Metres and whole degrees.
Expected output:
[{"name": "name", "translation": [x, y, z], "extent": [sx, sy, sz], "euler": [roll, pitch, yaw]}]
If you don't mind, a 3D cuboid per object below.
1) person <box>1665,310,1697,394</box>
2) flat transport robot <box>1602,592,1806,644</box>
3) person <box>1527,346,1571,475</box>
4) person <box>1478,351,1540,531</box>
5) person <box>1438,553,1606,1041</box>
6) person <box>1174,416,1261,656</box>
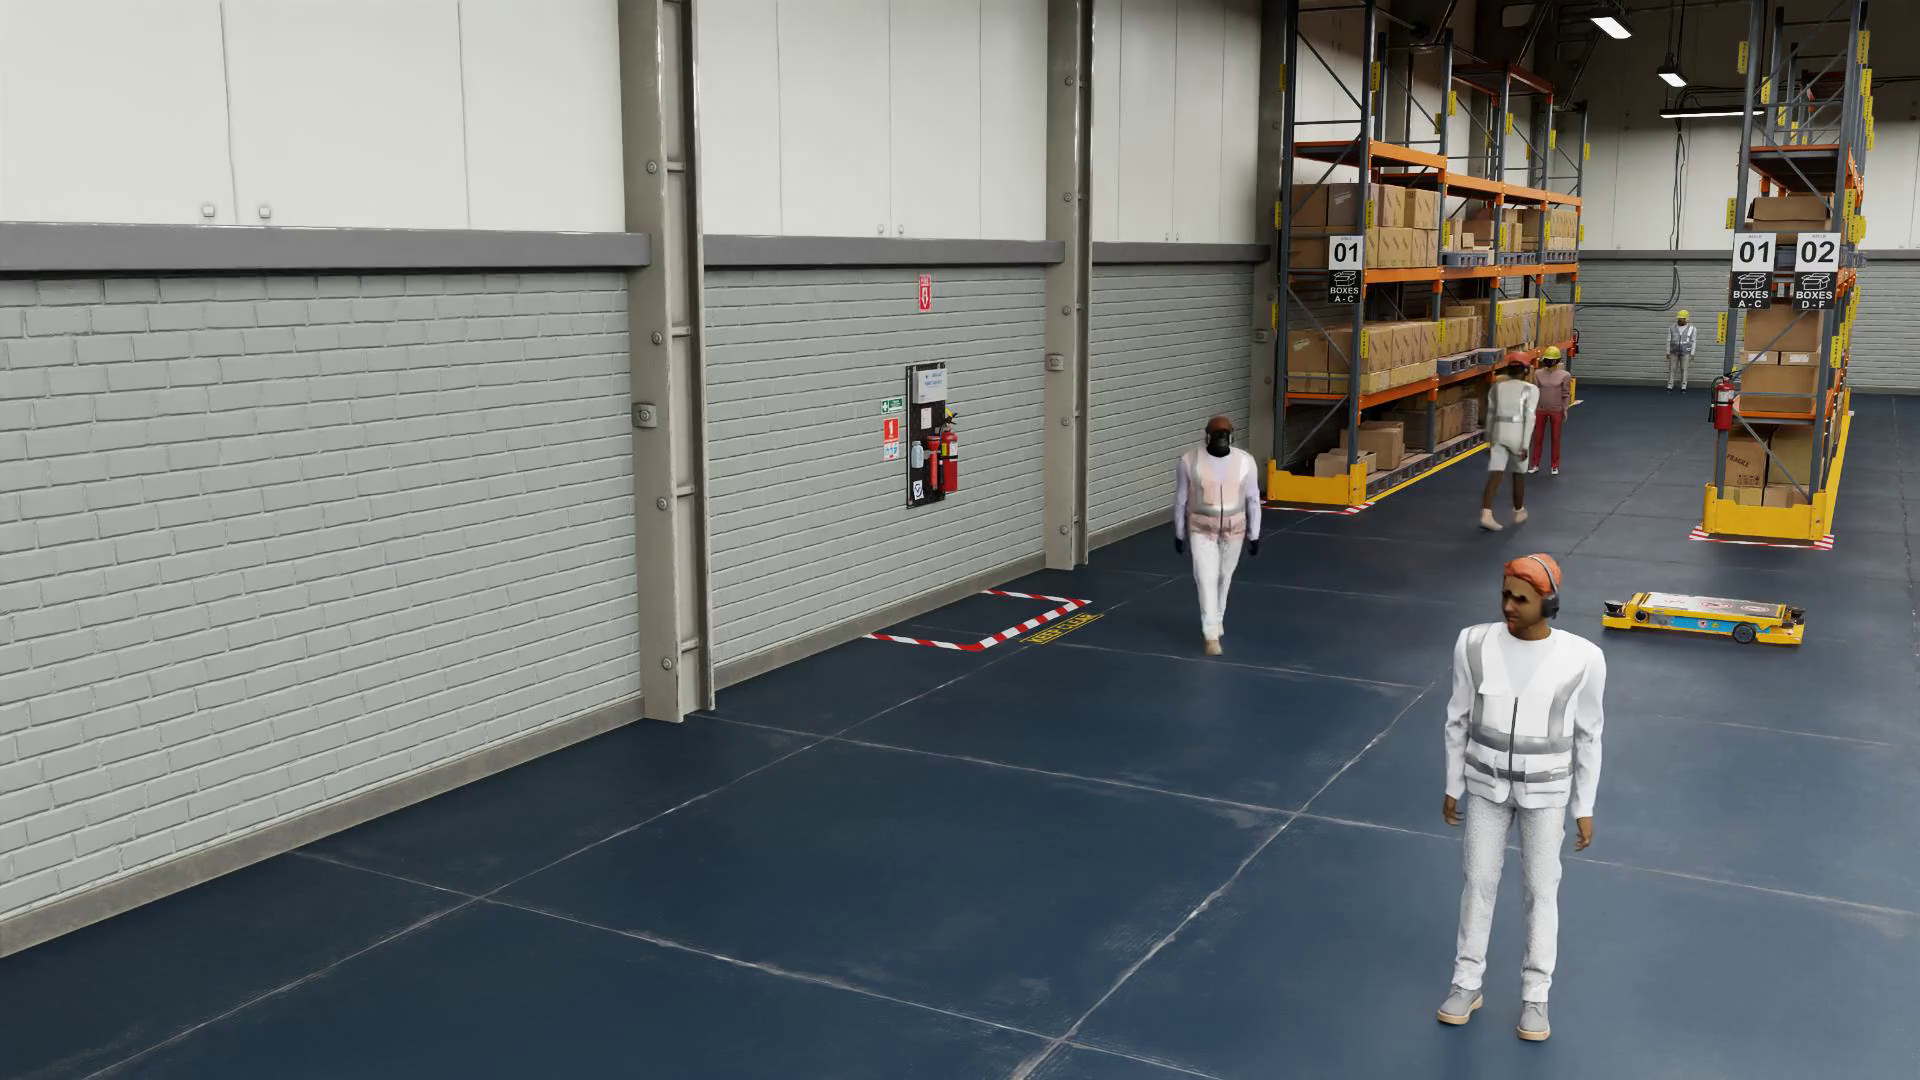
[{"name": "person", "translation": [15.720, -4.102, 36.283], "extent": [0.589, 1.827, 0.404], "euler": [6, 11, 30]}, {"name": "flat transport robot", "translation": [5.934, 0.605, 13.273], "extent": [1.431, 0.197, 0.652], "euler": [5, 11, 28]}, {"name": "person", "translation": [8.090, -1.772, 22.833], "extent": [0.524, 1.764, 0.329], "euler": [6, 11, 30]}, {"name": "person", "translation": [6.010, -1.081, 18.265], "extent": [0.617, 1.957, 1.131], "euler": [8, 13, 40]}, {"name": "person", "translation": [2.144, 0.975, 6.391], "extent": [0.574, 1.884, 0.360], "euler": [6, 11, 30]}, {"name": "person", "translation": [1.977, -0.072, 12.807], "extent": [0.640, 1.795, 0.991], "euler": [0, 10, -2]}]
